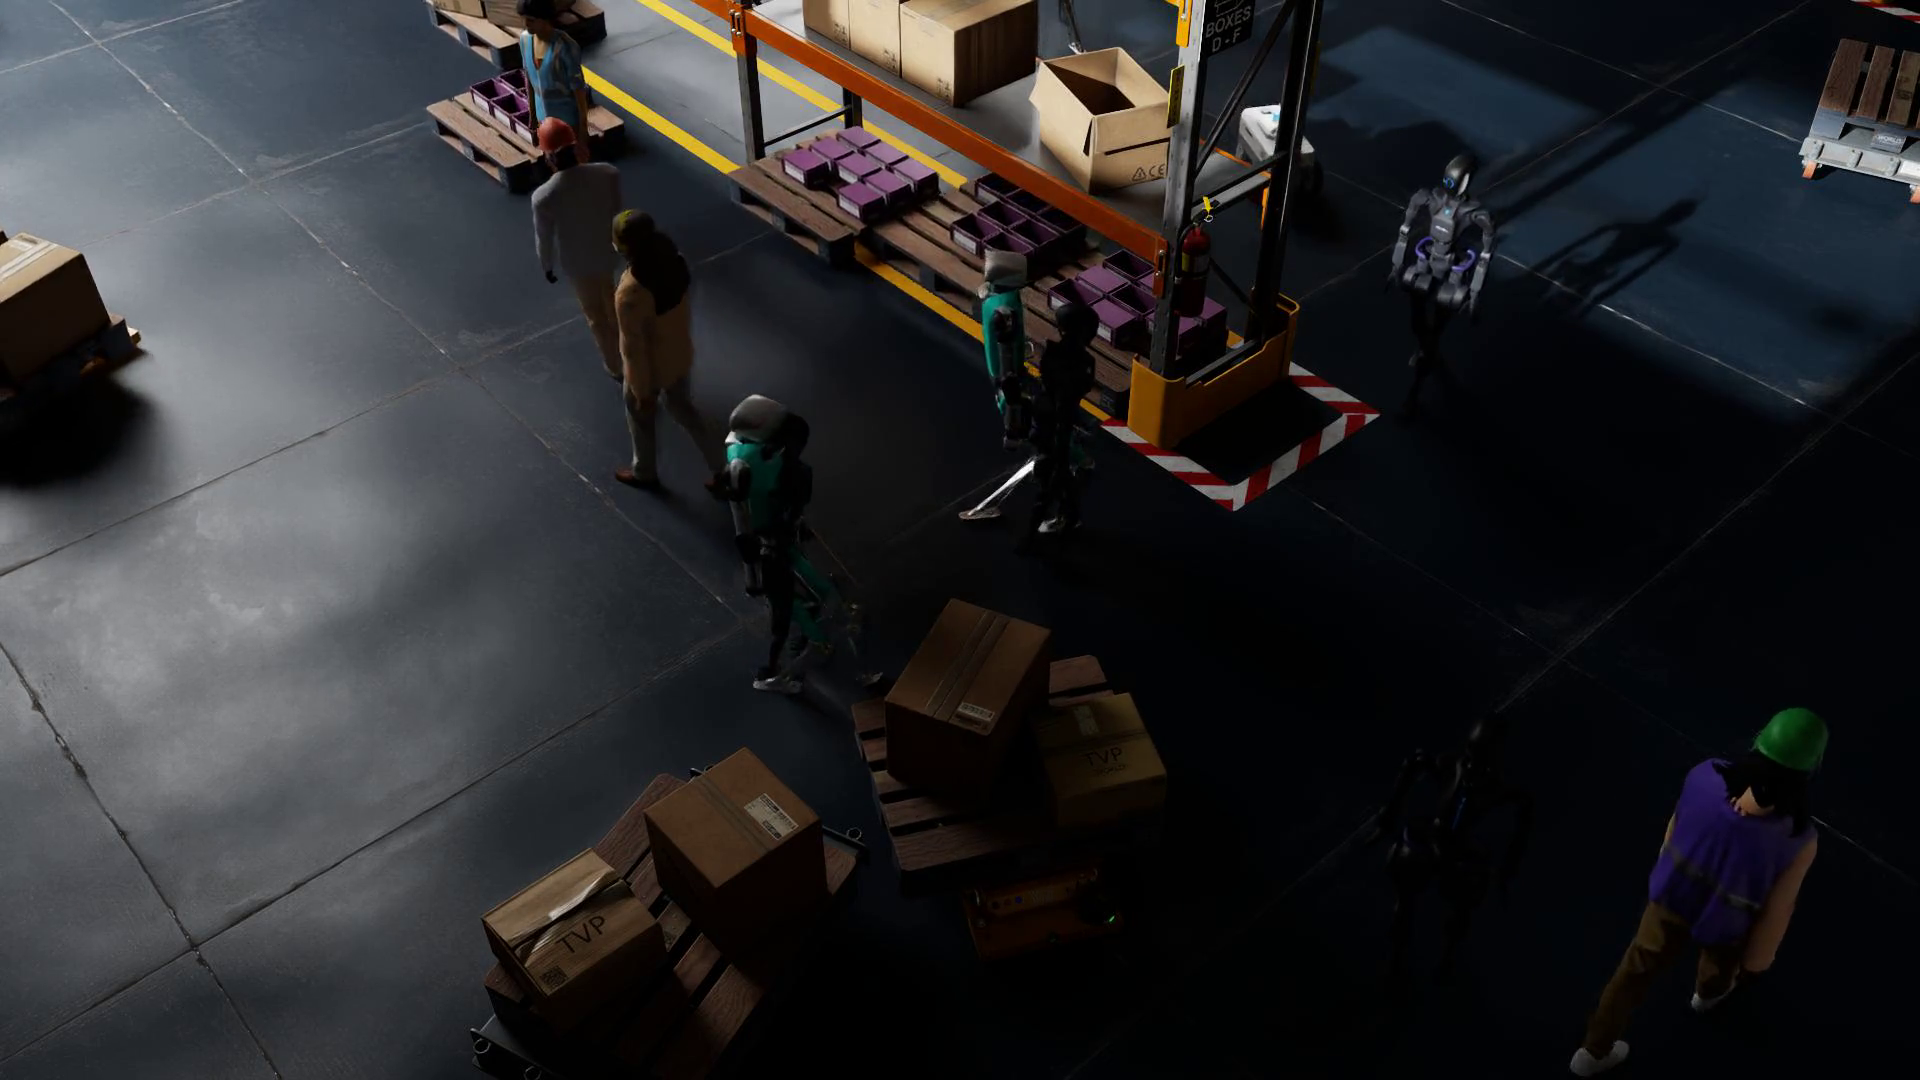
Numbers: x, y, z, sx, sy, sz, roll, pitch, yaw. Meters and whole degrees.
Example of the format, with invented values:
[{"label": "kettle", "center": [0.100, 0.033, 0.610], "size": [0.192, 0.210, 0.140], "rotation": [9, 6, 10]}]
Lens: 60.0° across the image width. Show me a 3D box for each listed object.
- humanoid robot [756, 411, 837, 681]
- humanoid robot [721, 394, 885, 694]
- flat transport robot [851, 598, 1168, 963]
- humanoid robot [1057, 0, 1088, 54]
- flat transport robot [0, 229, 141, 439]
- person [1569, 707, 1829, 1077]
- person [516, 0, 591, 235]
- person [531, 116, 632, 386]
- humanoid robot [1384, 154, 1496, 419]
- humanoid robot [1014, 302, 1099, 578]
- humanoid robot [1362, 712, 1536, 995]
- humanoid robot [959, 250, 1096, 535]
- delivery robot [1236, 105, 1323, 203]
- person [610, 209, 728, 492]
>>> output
[{"label": "humanoid robot", "center": [-0.828, 0.056, 7.996], "size": [0.457, 1.639, 0.609], "rotation": [0, 43, 0]}, {"label": "humanoid robot", "center": [-0.648, 0.139, 7.897], "size": [0.818, 1.827, 0.530], "rotation": [11, 44, 11]}, {"label": "flat transport robot", "center": [0.216, 1.257, 7.728], "size": [0.659, 0.231, 1.431], "rotation": [-10, 44, -11]}, {"label": "humanoid robot", "center": [0.938, -4.793, 13.263], "size": [0.561, 1.818, 0.913], "rotation": [-16, 45, -17]}, {"label": "flat transport robot", "center": [-5.815, -0.991, 10.173], "size": [0.659, 0.231, 1.431], "rotation": [18, 46, 19]}, {"label": "person", "center": [2.909, 1.387, 6.407], "size": [0.989, 1.865, 0.579], "rotation": [-28, 49, -27]}, {"label": "person", "center": [-2.668, -2.803, 11.045], "size": [0.499, 1.759, 0.339], "rotation": [21, 47, 21]}, {"label": "person", "center": [-2.251, -1.731, 9.898], "size": [0.570, 1.719, 0.656], "rotation": [-27, 49, -26]}, {"label": "humanoid robot", "center": [2.819, -1.552, 9.779], "size": [0.615, 1.627, 0.780], "rotation": [26, 48, 25]}, {"label": "humanoid robot", "center": [0.493, -0.538, 8.651], "size": [0.409, 1.642, 0.593], "rotation": [5, 43, 6]}, {"label": "humanoid robot", "center": [1.933, 1.264, 6.678], "size": [0.609, 1.656, 0.331], "rotation": [18, 45, 18]}, {"label": "humanoid robot", "center": [0.442, -0.732, 8.822], "size": [0.893, 1.776, 0.565], "rotation": [-3, 43, -3]}, {"label": "delivery robot", "center": [2.267, -2.803, 11.920], "size": [0.499, 0.577, 0.757], "rotation": [-9, 43, -10]}, {"label": "person", "center": [-1.627, -0.974, 8.981], "size": [0.730, 1.855, 0.567], "rotation": [23, 47, 23]}]
